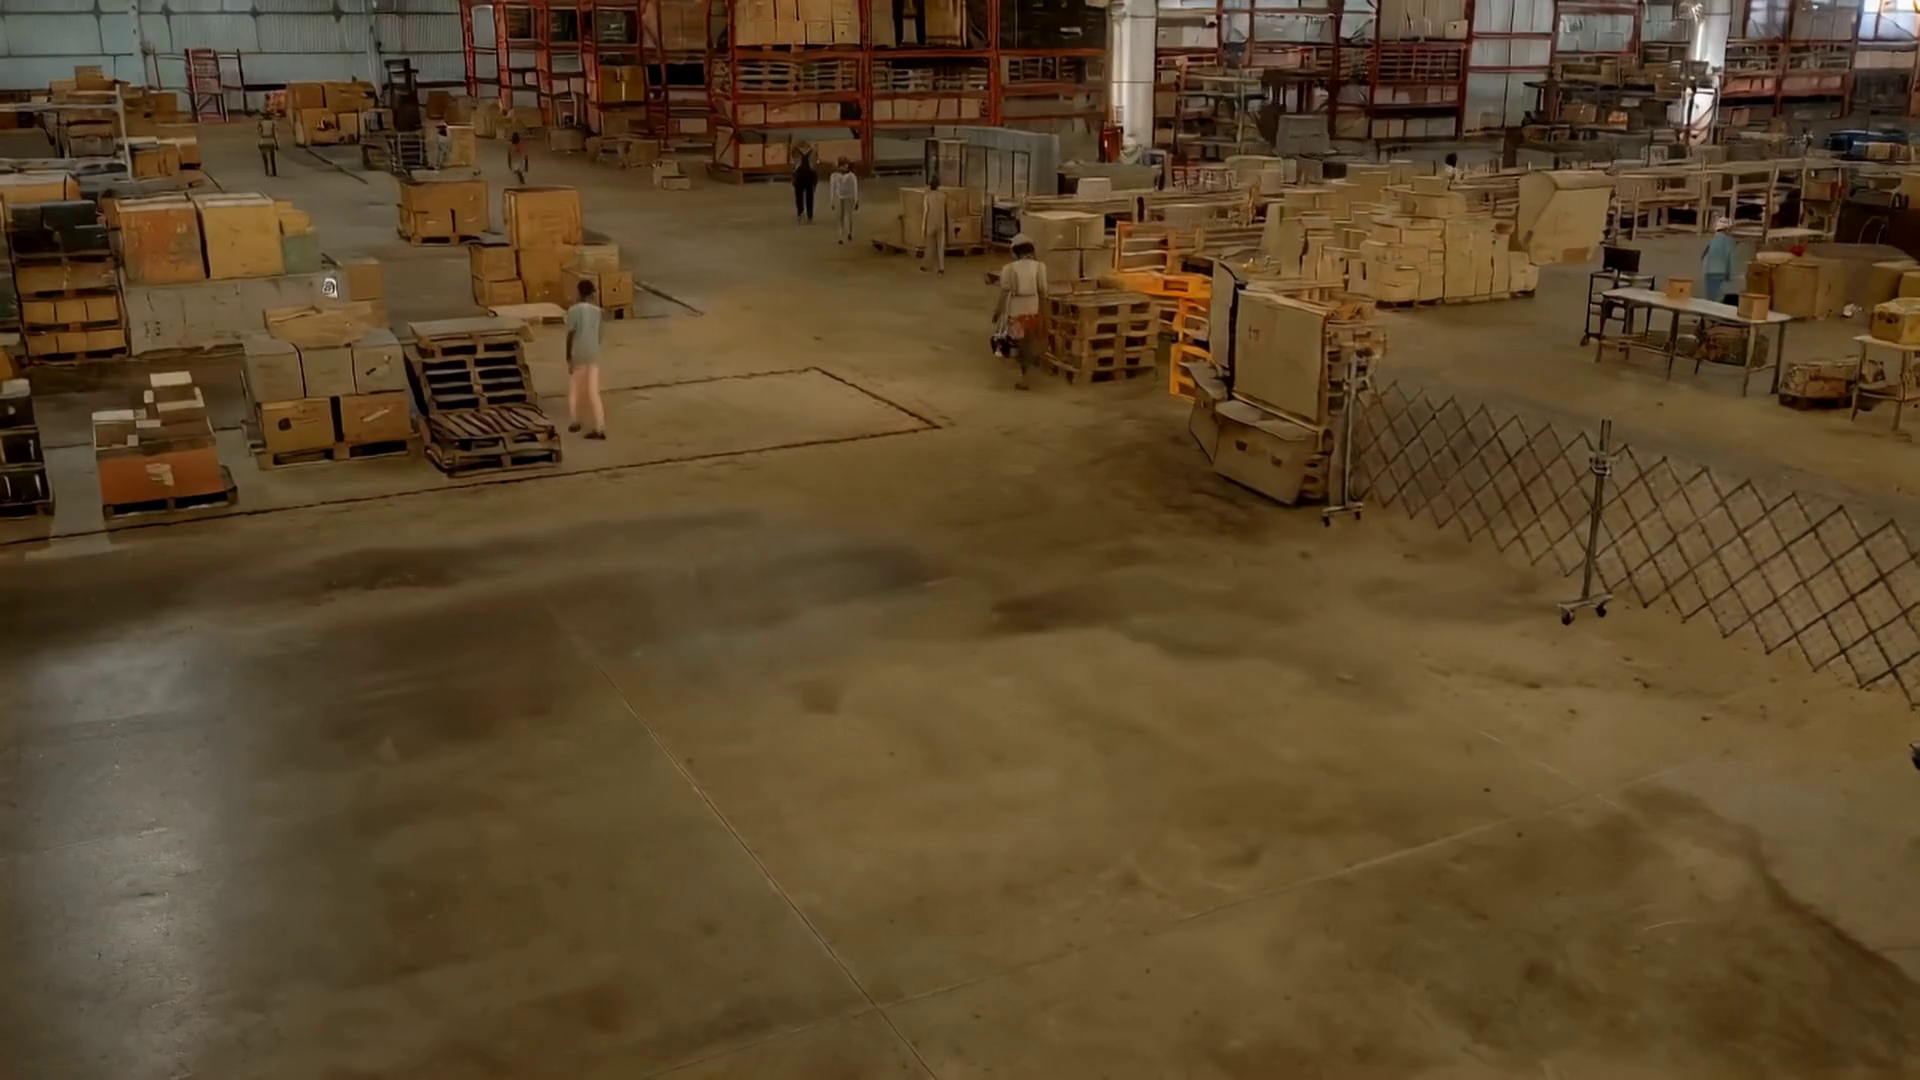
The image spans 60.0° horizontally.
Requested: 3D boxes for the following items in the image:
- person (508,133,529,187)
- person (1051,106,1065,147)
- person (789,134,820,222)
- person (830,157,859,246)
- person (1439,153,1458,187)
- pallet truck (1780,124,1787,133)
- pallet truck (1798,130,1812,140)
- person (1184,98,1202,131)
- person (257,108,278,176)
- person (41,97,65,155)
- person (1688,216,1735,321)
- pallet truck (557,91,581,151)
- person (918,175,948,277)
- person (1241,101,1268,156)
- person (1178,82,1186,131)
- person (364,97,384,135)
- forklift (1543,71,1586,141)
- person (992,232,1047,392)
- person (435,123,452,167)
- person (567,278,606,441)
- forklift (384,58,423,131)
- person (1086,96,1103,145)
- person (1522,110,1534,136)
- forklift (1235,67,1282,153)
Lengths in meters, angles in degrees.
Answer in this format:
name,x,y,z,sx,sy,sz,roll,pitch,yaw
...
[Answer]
name,x,y,z,sx,sy,sz,roll,pitch,yaw
person,-11.380,-9.691,43.024,0.543,1.661,0.860,7,19,21
person,3.118,-13.341,54.366,0.806,1.662,0.554,-10,20,-29
person,-3.567,-8.356,38.239,0.683,2.000,1.058,-2,18,-6
person,-2.402,-7.048,34.543,0.603,1.815,0.646,0,18,-1
person,10.755,-7.724,36.860,0.695,1.676,0.539,-8,20,-24
pallet truck,25.206,-12.542,52.601,1.601,1.201,0.680,0,18,-2
pallet truck,25.526,-11.556,49.408,1.630,1.274,0.653,-9,20,-26
person,8.699,-15.992,62.254,0.643,1.912,0.410,-4,18,-11
person,-20.287,-11.656,48.722,0.564,1.914,0.585,-13,22,-36
person,-30.211,-13.798,55.465,0.623,1.872,0.956,-10,21,-29
person,11.532,-4.078,25.420,0.524,1.721,0.911,-6,19,-19
pallet truck,-13.495,-14.412,57.188,0.823,1.965,1.885,-3,18,-9
person,-0.490,-5.793,30.589,0.557,1.821,0.977,-7,19,-20
person,9.517,-13.253,53.772,1.047,1.886,0.649,10,21,30
person,8.877,-17.208,66.059,0.948,1.891,0.548,-6,19,-18
person,-18.940,-13.324,53.844,0.610,1.964,0.366,0,18,0
forklift,18.685,-13.231,52.085,1.873,2.768,1.129,-9,20,-26
person,0.749,-2.950,21.420,0.625,2.007,0.833,-9,20,-26
person,-13.127,-9.624,42.360,0.373,1.934,0.551,4,18,12
person,-4.318,-2.067,19.000,0.599,1.811,0.799,-16,23,-40
forklift,-22.207,-17.693,65.995,1.129,2.768,1.873,-9,20,-27
person,4.609,-14.232,56.860,1.048,1.851,0.661,-14,22,-37
person,18.219,-13.043,53.573,0.841,1.587,0.521,-2,18,-5
forklift,10.222,-14.362,55.609,1.129,2.768,1.873,-9,20,-26
